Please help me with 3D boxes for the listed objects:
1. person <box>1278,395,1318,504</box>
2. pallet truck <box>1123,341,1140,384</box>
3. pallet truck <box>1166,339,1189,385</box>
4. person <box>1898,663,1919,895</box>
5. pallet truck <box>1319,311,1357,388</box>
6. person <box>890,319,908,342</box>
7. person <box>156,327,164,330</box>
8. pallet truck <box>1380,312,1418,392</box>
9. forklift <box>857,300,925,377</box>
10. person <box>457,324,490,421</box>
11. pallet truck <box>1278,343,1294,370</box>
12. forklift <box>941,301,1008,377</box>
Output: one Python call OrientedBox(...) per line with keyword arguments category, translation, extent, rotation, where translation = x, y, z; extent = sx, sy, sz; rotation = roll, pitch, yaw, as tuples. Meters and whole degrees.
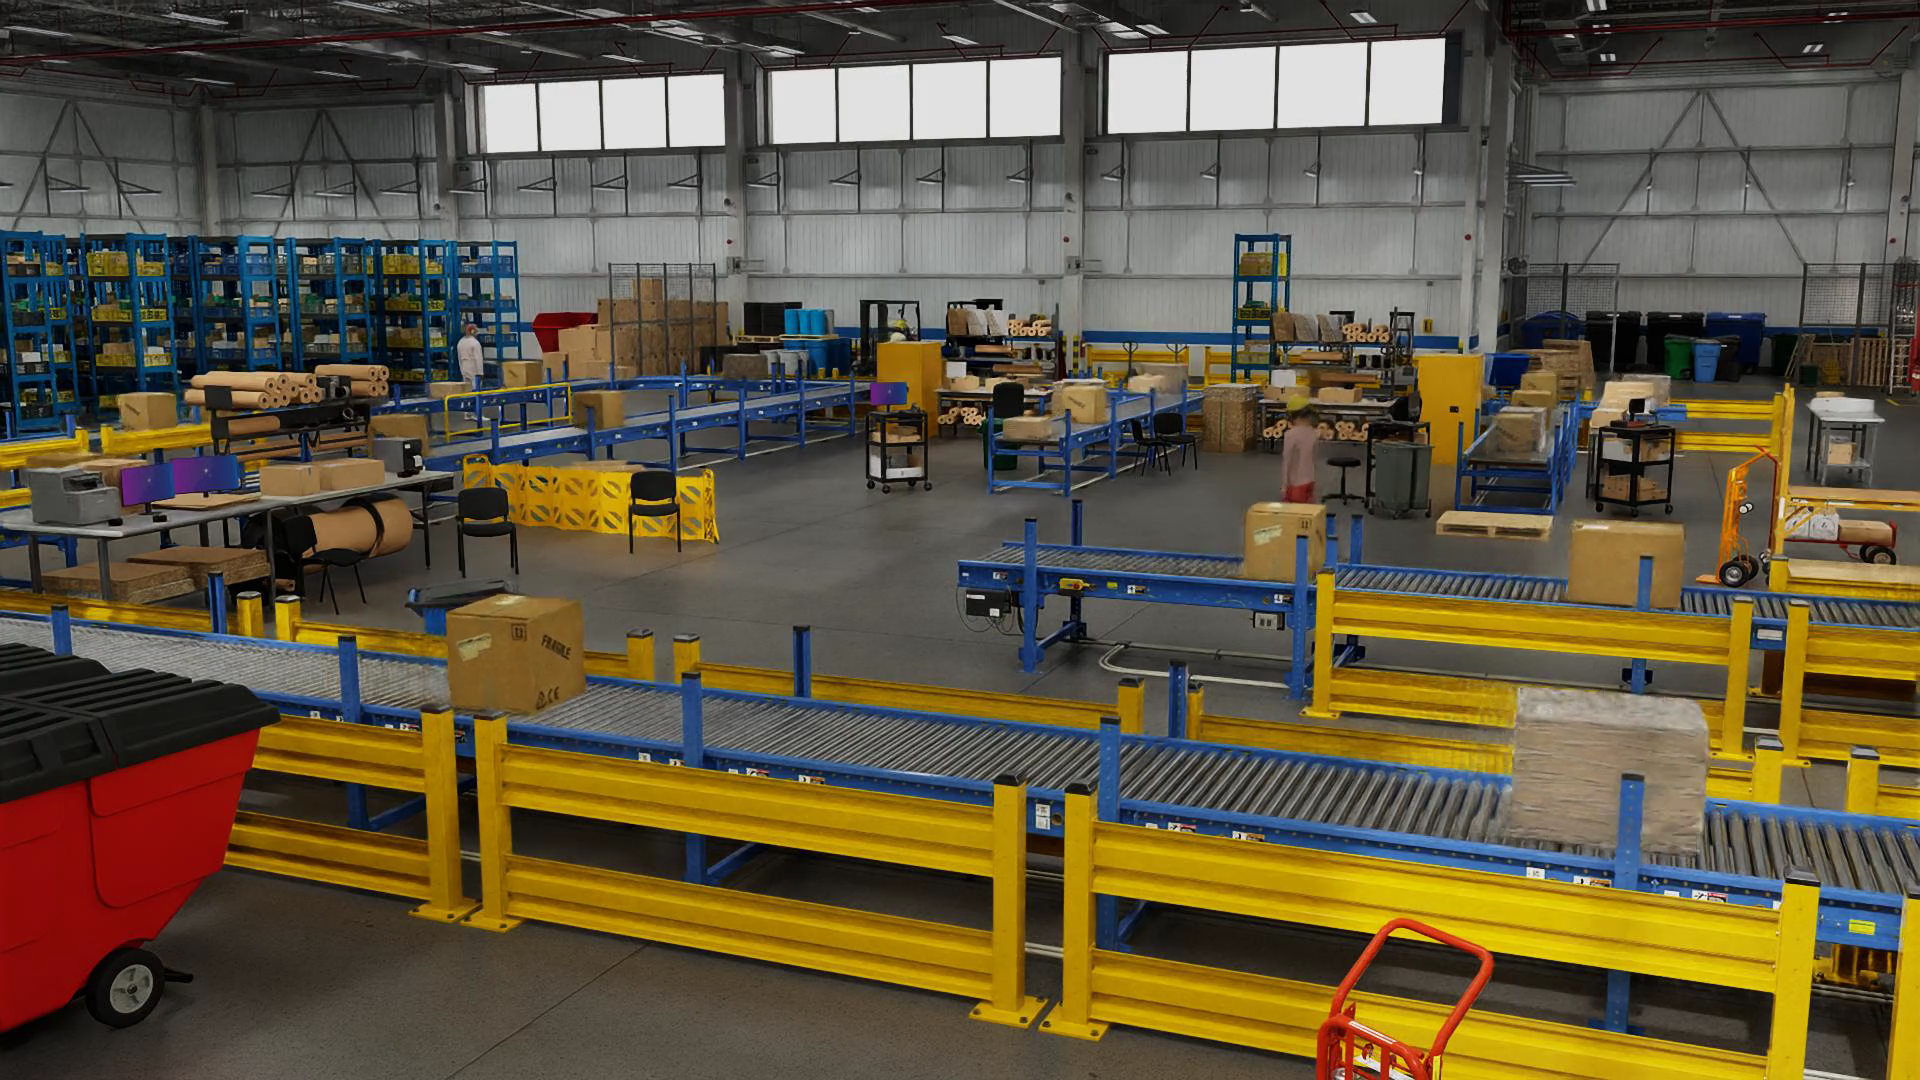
OrientedBox(category="person", translation=(3.396, -0.570, 16.584), extent=(0.548, 1.750, 0.451), rotation=(-9, 13, -43))
OrientedBox(category="pallet truck", translation=(4.445, -4.380, 41.279), extent=(0.680, 1.201, 1.601), rotation=(4, 10, 22))
OrientedBox(category="pallet truck", translation=(5.418, -4.269, 40.420), extent=(0.704, 1.261, 1.522), rotation=(3, 10, 20))
OrientedBox(category="person", translation=(4.671, 0.854, 7.780), extent=(0.432, 1.813, 0.614), rotation=(3, 10, 18))
OrientedBox(category="pallet truck", translation=(9.071, -4.419, 39.190), extent=(0.823, 1.965, 1.885), rotation=(5, 10, 26))
OrientedBox(category="person", translation=(-1.342, -4.071, 37.599), extent=(0.404, 1.831, 0.600), rotation=(-6, 11, -30))
OrientedBox(category="person", translation=(-17.940, -4.039, 37.402), extent=(0.574, 1.832, 0.397), rotation=(-6, 11, -32))
OrientedBox(category="pallet truck", translation=(10.207, -4.283, 38.369), extent=(0.823, 1.965, 1.885), rotation=(3, 10, 20))
OrientedBox(category="forklift", translation=(-1.732, -5.109, 42.468), extent=(1.157, 1.987, 2.680), rotation=(4, 10, 22))
OrientedBox(category="person", translation=(-9.519, -3.271, 32.530), extent=(0.639, 1.903, 0.407), rotation=(7, 12, 37))
OrientedBox(category="pallet truck", translation=(7.886, -4.163, 39.743), extent=(0.653, 1.274, 1.630), rotation=(4, 10, 22))
OrientedBox(category="forklift", translation=(0.365, -4.966, 41.571), extent=(1.157, 1.987, 2.680), rotation=(3, 10, 20))
